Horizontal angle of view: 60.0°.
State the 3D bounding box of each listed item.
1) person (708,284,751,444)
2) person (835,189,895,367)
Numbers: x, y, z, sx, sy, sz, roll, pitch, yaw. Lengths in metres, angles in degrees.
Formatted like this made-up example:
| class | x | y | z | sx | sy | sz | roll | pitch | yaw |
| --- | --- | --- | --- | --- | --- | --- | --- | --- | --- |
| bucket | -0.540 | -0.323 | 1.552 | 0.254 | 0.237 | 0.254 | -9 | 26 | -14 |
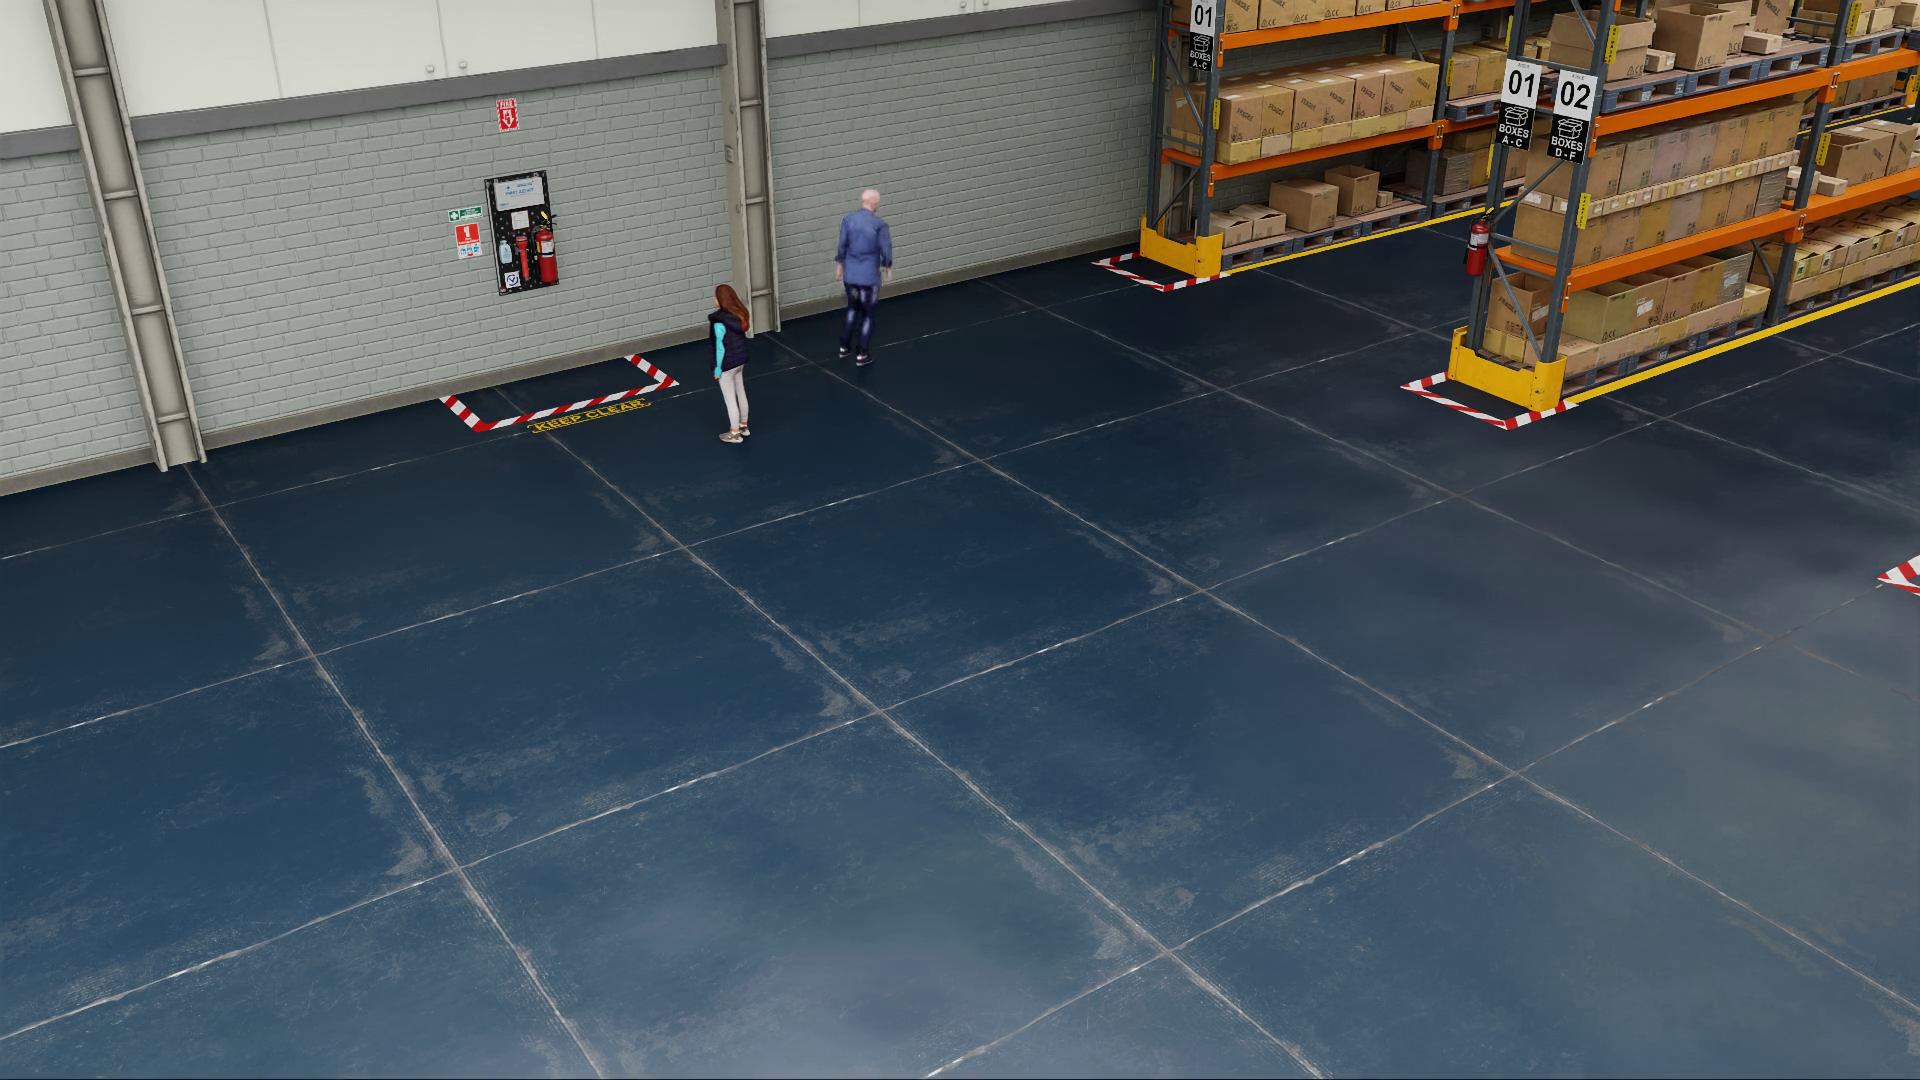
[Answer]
| class | x | y | z | sx | sy | sz | roll | pitch | yaw |
| --- | --- | --- | --- | --- | --- | --- | --- | --- | --- |
| person | -2.117 | -1.637 | 15.337 | 0.744 | 1.499 | 0.663 | 11 | 29 | 21 |
| person | -1.027 | -2.654 | 16.988 | 0.862 | 1.797 | 0.873 | 5 | 28 | 10 |
